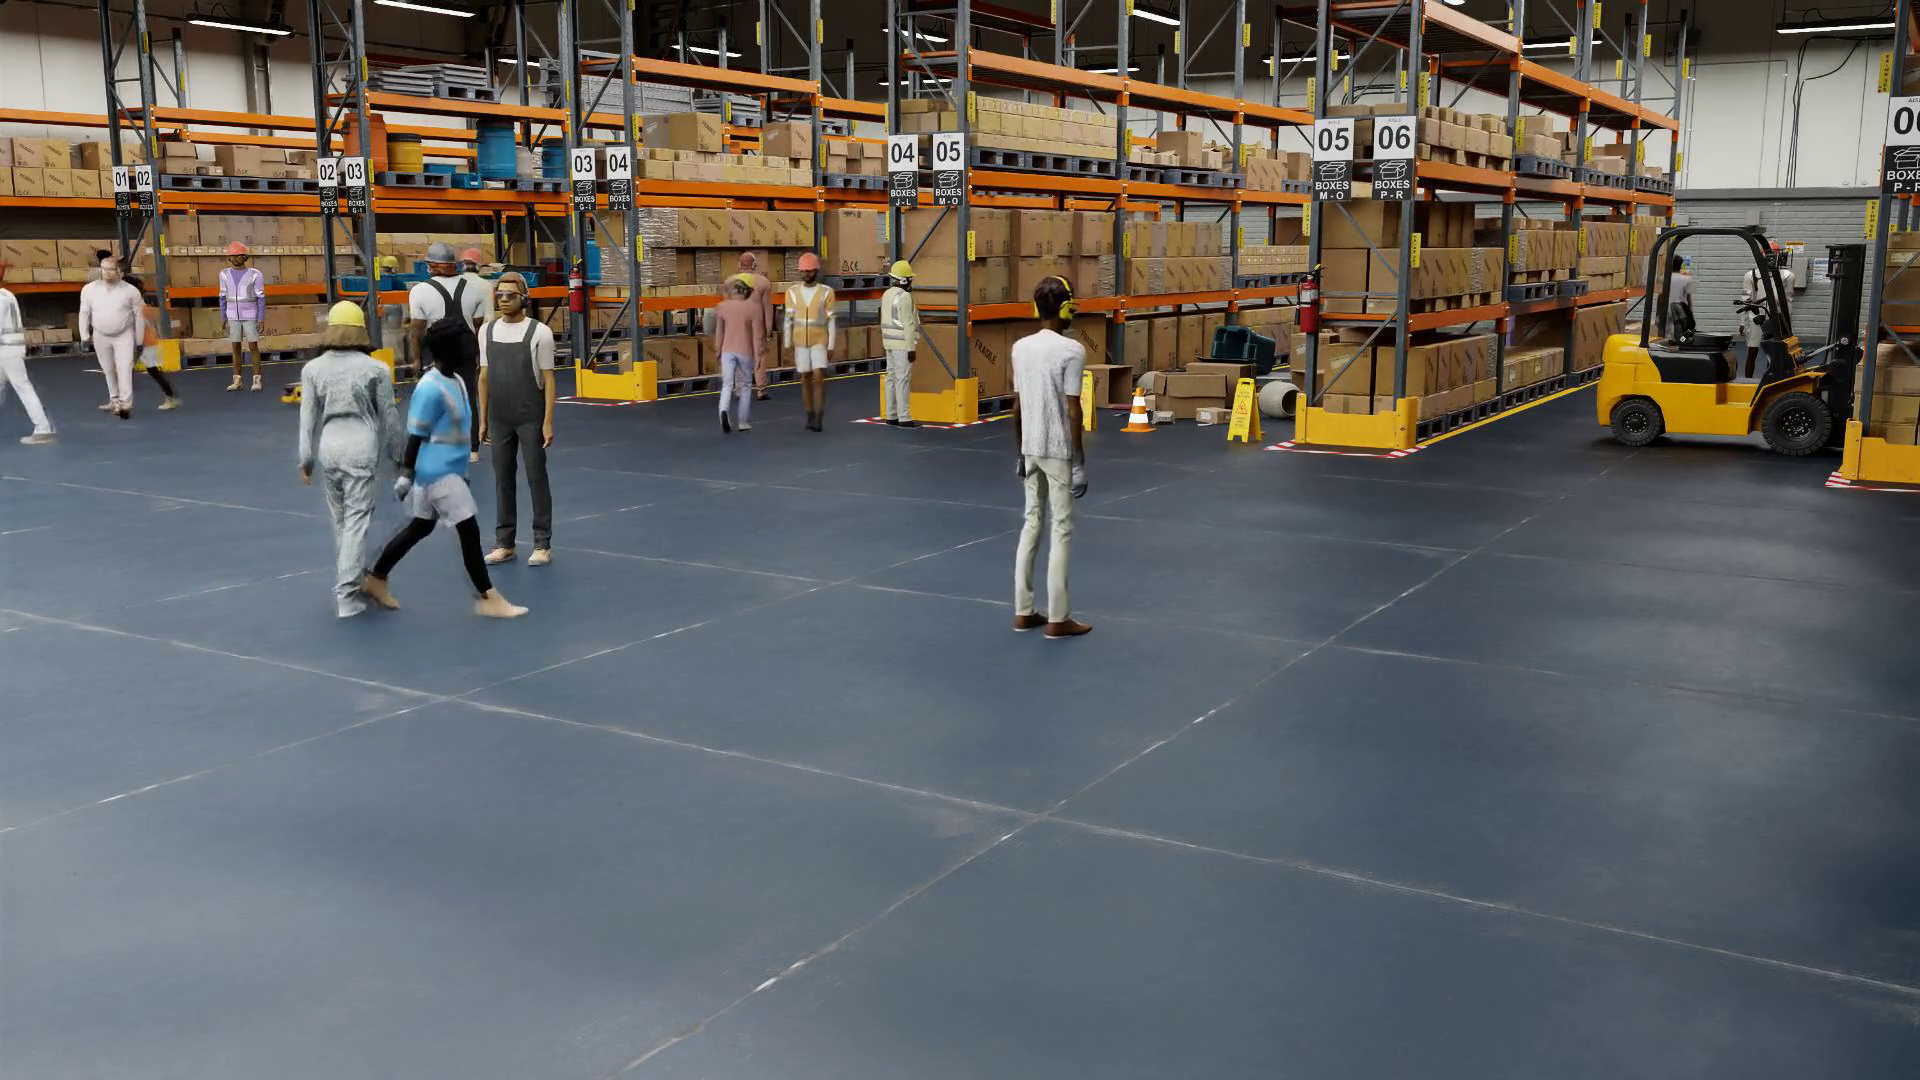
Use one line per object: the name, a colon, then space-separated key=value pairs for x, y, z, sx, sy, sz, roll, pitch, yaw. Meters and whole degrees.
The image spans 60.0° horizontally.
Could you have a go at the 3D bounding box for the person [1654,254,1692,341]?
person: x=11.160 y=-3.541 z=26.045 sx=0.519 sy=1.857 sz=0.612 roll=4 pitch=11 yaw=22

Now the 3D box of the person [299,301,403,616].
person: x=-3.357 y=-0.468 z=9.269 sx=0.490 sy=1.702 sz=0.860 roll=0 pitch=10 yaw=2

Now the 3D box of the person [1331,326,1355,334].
person: x=5.608 y=-3.198 z=23.923 sx=0.581 sy=1.924 sz=0.533 roll=3 pitch=10 yaw=14

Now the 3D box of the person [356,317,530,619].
person: x=-2.852 y=-0.379 z=8.944 sx=0.946 sy=1.643 sz=0.527 roll=-1 pitch=10 yaw=-4

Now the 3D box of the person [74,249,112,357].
person: x=-15.201 y=-4.178 z=29.418 sx=0.603 sy=1.936 sz=0.880 roll=9 pitch=14 yaw=42

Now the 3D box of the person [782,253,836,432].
person: x=-1.641 y=-2.109 z=17.884 sx=0.555 sy=1.906 sz=0.829 roll=1 pitch=10 yaw=8

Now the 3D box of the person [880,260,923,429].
person: x=-0.643 y=-2.128 z=18.186 sx=0.404 sy=1.835 sz=0.588 roll=-6 pitch=12 yaw=-28

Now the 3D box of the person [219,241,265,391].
person: x=-9.832 y=-3.053 z=22.782 sx=0.604 sy=2.044 sz=0.375 roll=0 pitch=10 yaw=-2

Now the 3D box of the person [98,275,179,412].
person: x=-9.867 y=-2.348 z=19.952 sx=0.543 sy=1.643 sz=0.882 roll=9 pitch=14 yaw=42

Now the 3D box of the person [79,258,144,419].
person: x=-9.844 y=-2.336 z=19.311 sx=0.645 sy=1.854 sz=1.007 roll=-3 pitch=10 yaw=-15

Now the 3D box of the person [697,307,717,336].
person: x=-3.690 y=-3.440 z=25.285 sx=0.626 sy=1.931 sz=0.376 roll=0 pitch=10 yaw=1

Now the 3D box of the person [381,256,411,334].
person: x=-9.173 y=-3.698 z=27.039 sx=0.616 sy=1.809 sz=0.618 roll=4 pitch=11 yaw=23

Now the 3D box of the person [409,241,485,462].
person: x=-4.745 y=-1.716 z=15.304 sx=0.684 sy=2.000 sz=0.538 roll=-8 pitch=13 yaw=-39

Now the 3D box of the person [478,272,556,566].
person: x=-2.789 y=-0.753 z=10.452 sx=0.508 sy=1.846 sz=0.342 roll=2 pitch=10 yaw=10

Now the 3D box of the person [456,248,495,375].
person: x=-6.040 y=-2.606 z=20.505 sx=0.619 sy=1.968 sz=0.850 roll=1 pitch=10 yaw=5

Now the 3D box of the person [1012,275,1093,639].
person: x=0.473 y=-0.422 z=8.577 sx=0.333 sy=1.860 sz=0.522 roll=-8 pitch=13 yaw=-40

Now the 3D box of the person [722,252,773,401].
person: x=-2.719 y=-2.748 z=21.466 sx=0.651 sy=1.904 sz=0.401 roll=1 pitch=10 yaw=6

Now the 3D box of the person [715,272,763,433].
person: x=-2.373 y=-1.987 z=17.699 sx=0.556 sy=1.717 sz=0.734 roll=1 pitch=10 yaw=8

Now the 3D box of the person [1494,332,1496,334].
person: x=10.866 y=-4.794 z=32.912 sx=0.632 sy=1.902 sz=0.456 roll=-7 pitch=13 yaw=-36

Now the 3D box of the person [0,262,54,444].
person: x=-9.634 y=-1.847 z=16.601 sx=0.966 sy=1.831 sz=0.609 roll=-5 pitch=11 yaw=-25

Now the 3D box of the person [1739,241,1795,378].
person: x=10.461 y=-2.841 z=21.596 sx=0.616 sy=2.041 sz=0.378 roll=5 pitch=11 yaw=27

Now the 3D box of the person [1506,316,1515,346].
person: x=9.283 y=-3.835 z=27.530 sx=0.651 sy=1.912 sz=0.409 roll=4 pitch=11 yaw=19

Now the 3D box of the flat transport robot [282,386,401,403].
flat transport robot: x=-7.755 y=-1.816 z=20.819 sx=1.431 sy=0.197 sz=0.652 roll=6 pitch=12 yaw=30
